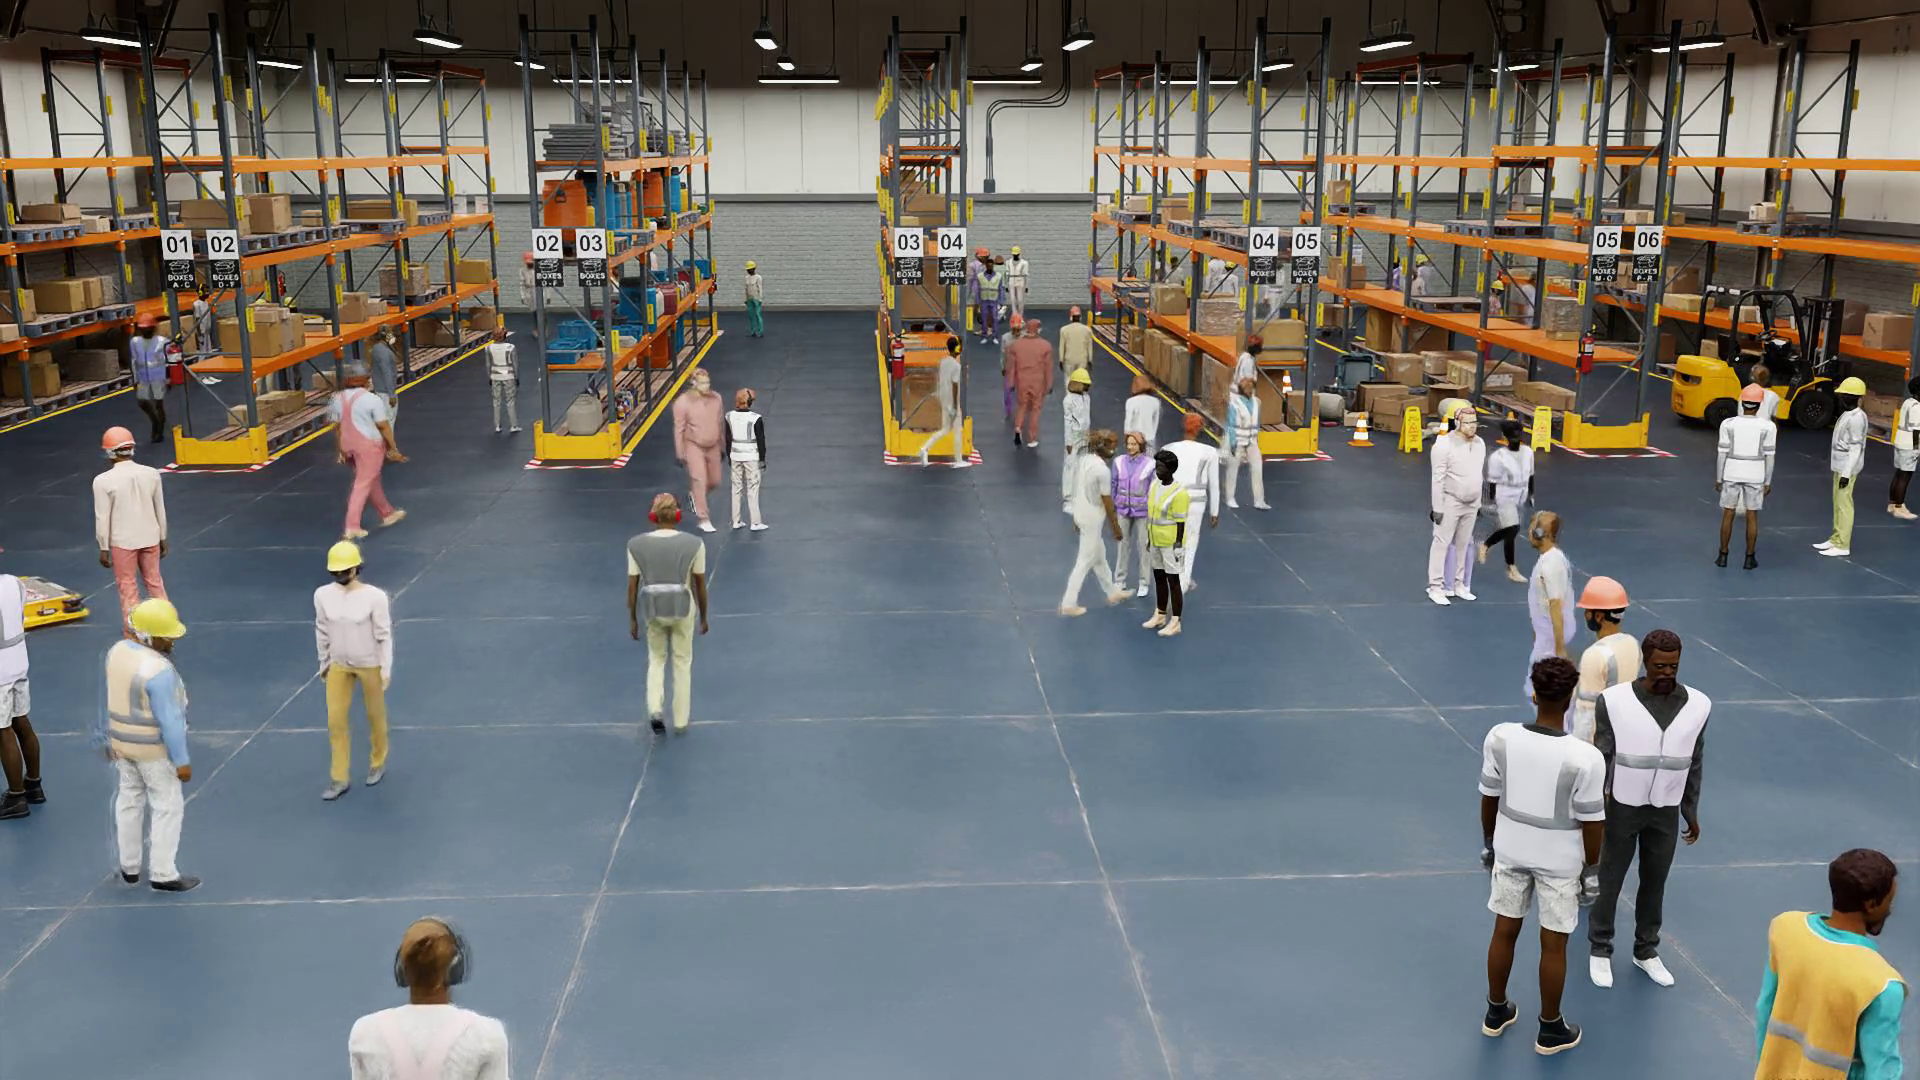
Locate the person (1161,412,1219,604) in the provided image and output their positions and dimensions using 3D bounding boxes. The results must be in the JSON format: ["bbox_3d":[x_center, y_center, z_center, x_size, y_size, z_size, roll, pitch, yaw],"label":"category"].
[{"bbox_3d":[2.168,-0.307,16.026,0.590,1.850,0.954,6,14,23],"label":"person"}]

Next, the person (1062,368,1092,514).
[{"bbox_3d":[1.420,-1.191,19.953,0.298,1.744,0.486,10,16,36],"label":"person"}]

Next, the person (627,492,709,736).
[{"bbox_3d":[-2.158,0.561,12.329,0.571,1.832,0.440,-1,13,-3],"label":"person"}]

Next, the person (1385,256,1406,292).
[{"bbox_3d":[10.196,-5.754,39.096,0.429,1.837,0.625,-5,14,-22],"label":"person"}]

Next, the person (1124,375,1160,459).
[{"bbox_3d":[2.178,-1.213,20.329,0.521,1.594,0.687,-6,14,-23],"label":"person"}]

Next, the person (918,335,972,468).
[{"bbox_3d":[-0.197,-1.862,22.584,0.741,1.843,0.524,-9,16,-34],"label":"person"}]

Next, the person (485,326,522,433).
[{"bbox_3d":[-7.017,-2.460,25.550,0.514,1.641,0.307,1,13,5],"label":"person"}]

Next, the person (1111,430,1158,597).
[{"bbox_3d":[1.704,-0.262,16.235,0.515,1.641,0.314,8,15,29],"label":"person"}]

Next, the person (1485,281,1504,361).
[{"bbox_3d":[10.494,-4.216,32.726,0.329,1.765,0.525,7,15,27],"label":"person"}]

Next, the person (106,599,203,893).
[{"bbox_3d":[-4.765,1.200,9.753,0.708,1.797,0.408,9,16,35],"label":"person"}]

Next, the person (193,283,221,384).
[{"bbox_3d":[-13.996,-3.817,30.834,0.327,1.861,0.509,-1,13,-3],"label":"person"}]

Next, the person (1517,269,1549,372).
[{"bbox_3d":[11.283,-4.372,32.787,0.702,2.000,0.826,-5,14,-21],"label":"person"}]

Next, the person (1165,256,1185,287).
[{"bbox_3d":[5.076,-5.838,39.495,0.586,1.818,0.991,-3,14,-14],"label":"person"}]

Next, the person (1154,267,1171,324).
[{"bbox_3d":[4.624,-5.466,38.312,0.523,1.634,0.350,10,17,37],"label":"person"}]

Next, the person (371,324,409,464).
[{"bbox_3d":[-7.960,-2.033,23.110,0.370,1.934,0.627,-8,15,-30],"label":"person"}]

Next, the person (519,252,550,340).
[{"bbox_3d":[-9.714,-5.533,37.824,0.609,1.978,1.076,1,13,6],"label":"person"}]

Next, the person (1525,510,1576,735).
[{"bbox_3d":[4.197,0.690,11.844,0.468,1.804,0.537,6,15,25],"label":"person"}]

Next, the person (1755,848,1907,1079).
[{"bbox_3d":[3.097,2.016,5.995,0.373,1.914,0.596,-3,14,-14],"label":"person"}]

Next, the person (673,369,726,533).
[{"bbox_3d":[-3.004,-1.049,19.059,0.675,1.877,0.658,-11,17,-40],"label":"person"}]

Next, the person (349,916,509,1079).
[{"bbox_3d":[-1.793,2.169,5.545,0.698,1.823,0.508,-2,13,-7],"label":"person"}]

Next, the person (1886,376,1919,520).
[{"bbox_3d":[11.238,-1.101,19.668,0.317,1.695,0.540,4,14,15],"label":"person"}]

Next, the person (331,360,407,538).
[{"bbox_3d":[-6.708,-1.077,18.829,0.689,2.000,1.037,9,16,32],"label":"person"}]

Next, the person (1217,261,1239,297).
[{"bbox_3d":[6.201,-5.565,38.430,0.529,1.767,0.329,10,17,37],"label":"person"}]

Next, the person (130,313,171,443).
[{"bbox_3d":[-12.004,-2.406,24.698,0.563,1.927,0.422,-1,13,-4],"label":"person"}]

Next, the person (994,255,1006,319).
[{"bbox_3d":[1.010,-6.454,42.505,0.507,1.623,0.285,-9,16,-34],"label":"person"}]

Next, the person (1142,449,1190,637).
[{"bbox_3d":[1.852,0.019,14.945,0.319,1.694,0.533,-7,15,-27],"label":"person"}]

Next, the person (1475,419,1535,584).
[{"bbox_3d":[5.517,-0.429,16.873,0.537,1.669,0.705,-7,15,-26],"label":"person"}]

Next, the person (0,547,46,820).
[{"bbox_3d":[-6.275,0.865,10.826,0.362,1.938,0.545,-1,13,-3],"label":"person"}]

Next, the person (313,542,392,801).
[{"bbox_3d":[-4.099,0.877,11.174,0.553,1.736,0.739,0,13,2],"label":"person"}]

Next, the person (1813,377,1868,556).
[{"bbox_3d":[9.478,-0.786,17.835,0.358,1.930,0.590,4,14,18],"label":"person"}]

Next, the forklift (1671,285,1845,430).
[{"bbox_3d":[12.503,-2.886,26.166,2.313,2.155,1.214,-1,13,-3],"label":"forklift"}]

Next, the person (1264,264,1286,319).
[{"bbox_3d":[7.319,-5.639,38.514,0.602,1.869,0.404,-9,16,-33],"label":"person"}]

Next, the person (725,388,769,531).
[{"bbox_3d":[-2.445,-0.915,19.006,0.525,1.639,0.307,7,15,26],"label":"person"}]

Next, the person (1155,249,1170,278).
[{"bbox_3d":[5.001,-6.355,41.607,0.557,1.844,0.594,-5,14,-20],"label":"person"}]

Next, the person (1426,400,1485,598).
[{"bbox_3d":[4.814,-0.397,16.189,0.587,1.928,0.381,-8,15,-29],"label":"person"}]

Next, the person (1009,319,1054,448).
[{"bbox_3d":[1.052,-2.283,24.299,0.653,1.881,0.427,5,14,19],"label":"person"}]

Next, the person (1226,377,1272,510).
[{"bbox_3d":[3.482,-1.140,20.015,0.537,1.610,0.733,-8,15,-30],"label":"person"}]

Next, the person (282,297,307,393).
[{"bbox_3d":[-11.799,-3.419,29.409,0.311,1.735,0.484,8,15,30],"label":"person"}]

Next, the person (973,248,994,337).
[{"bbox_3d":[0.549,-5.744,38.595,0.371,2.044,0.608,-7,15,-27],"label":"person"}]

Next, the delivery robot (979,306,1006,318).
[{"bbox_3d":[0.784,-5.737,41.556,0.707,0.478,0.477,1,13,6],"label":"delivery robot"}]

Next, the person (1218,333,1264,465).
[{"bbox_3d":[3.907,-1.916,22.812,0.767,1.831,0.595,3,14,12],"label":"person"}]

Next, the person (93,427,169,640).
[{"bbox_3d":[-7.153,0.007,14.374,0.417,1.986,0.608,8,15,30],"label":"person"}]

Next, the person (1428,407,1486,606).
[{"bbox_3d":[4.797,-0.335,15.973,0.641,1.910,0.401,-7,15,-28],"label":"person"}]

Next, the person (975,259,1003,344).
[{"bbox_3d":[0.642,-5.334,37.158,0.619,1.903,0.424,2,13,8],"label":"person"}]

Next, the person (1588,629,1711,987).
[{"bbox_3d":[3.564,1.383,8.669,0.593,1.920,0.392,0,13,-2],"label":"person"}]

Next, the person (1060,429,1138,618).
[{"bbox_3d":[1.321,-0.156,15.478,0.869,1.786,0.544,-3,14,-14],"label":"person"}]

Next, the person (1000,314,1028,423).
[{"bbox_3d":[0.898,-2.725,26.480,0.577,1.719,0.737,2,13,10],"label":"person"}]

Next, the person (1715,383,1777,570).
[{"bbox_3d":[8.141,-0.657,17.272,0.544,1.939,0.355,7,15,26],"label":"person"}]

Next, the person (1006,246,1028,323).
[{"bbox_3d":[1.423,-6.392,41.632,0.596,1.911,0.458,5,14,22],"label":"person"}]

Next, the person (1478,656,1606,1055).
[{"bbox_3d":[2.801,1.511,8.024,0.612,1.965,0.362,12,18,42],"label":"person"}]

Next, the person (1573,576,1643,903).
[{"bbox_3d":[3.675,1.157,9.622,0.551,1.926,0.385,-12,18,-42],"label":"person"}]

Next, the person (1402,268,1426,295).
[{"bbox_3d":[10.559,-5.535,38.664,0.547,1.596,0.667,6,14,22],"label":"person"}]

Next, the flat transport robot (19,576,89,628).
[{"bbox_3d":[-8.842,0.566,15.659,1.431,0.197,0.652,12,18,40],"label":"flat transport robot"}]

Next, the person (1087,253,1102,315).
[{"bbox_3d":[3.541,-6.717,43.606,0.282,1.630,0.508,-8,15,-31],"label":"person"}]

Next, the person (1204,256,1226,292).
[{"bbox_3d":[6.189,-6.160,40.642,0.645,1.913,0.409,-12,18,-42],"label":"person"}]

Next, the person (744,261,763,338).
[{"bbox_3d":[-4.790,-5.567,38.474,0.531,1.753,0.342,10,16,35],"label":"person"}]

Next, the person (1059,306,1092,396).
[{"bbox_3d":[1.925,-3.027,27.736,0.584,1.731,0.412,-1,13,-3],"label":"person"}]

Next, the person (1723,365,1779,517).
[{"bbox_3d":[9.330,-1.156,19.620,0.557,1.831,0.516,-1,13,-6],"label":"person"}]

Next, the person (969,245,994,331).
[{"bbox_3d":[0.517,-5.993,39.667,0.611,2.040,0.395,-2,13,-10],"label":"person"}]
